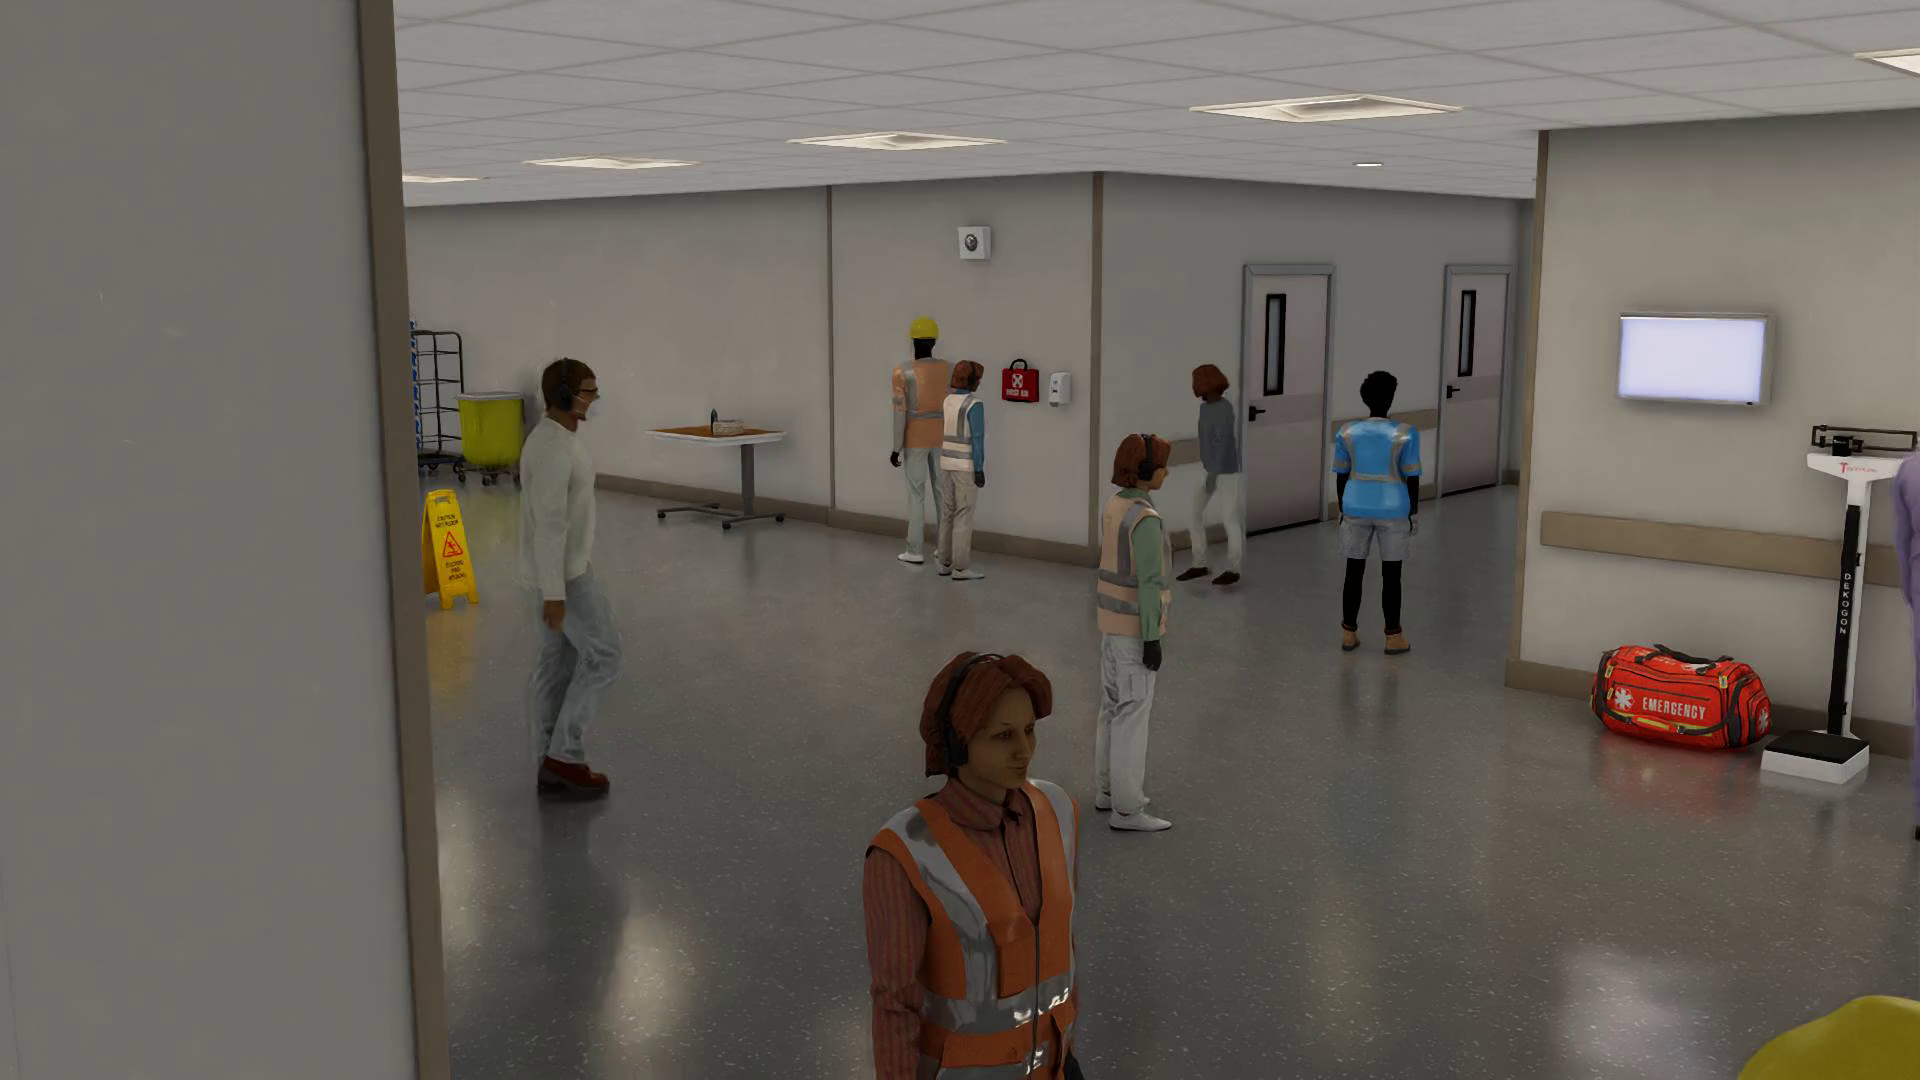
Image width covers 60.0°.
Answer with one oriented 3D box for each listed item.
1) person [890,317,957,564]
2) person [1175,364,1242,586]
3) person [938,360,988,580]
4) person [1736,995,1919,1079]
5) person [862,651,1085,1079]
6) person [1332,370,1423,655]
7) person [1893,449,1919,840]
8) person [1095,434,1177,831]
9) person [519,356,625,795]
[{"bbox_3d":[-0.275,-0.776,13.015,0.594,1.926,0.368,-5,10,-27],"label":"person"},{"bbox_3d":[1.801,-0.462,12.029,0.569,1.601,0.531,-4,10,-21],"label":"person"},{"bbox_3d":[0.017,-0.520,12.372,0.323,1.630,0.503,-5,11,-28],"label":"person"},{"bbox_3d":[0.574,1.209,1.176,0.601,1.828,0.403,3,10,17],"label":"person"},{"bbox_3d":[0.036,1.002,2.993,0.307,1.641,0.514,8,12,42],"label":"person"},{"bbox_3d":[2.489,-0.160,9.938,0.534,1.699,0.318,5,11,29],"label":"person"},{"bbox_3d":[4.000,0.295,6.543,0.461,1.901,0.668,-5,11,-30],"label":"person"},{"bbox_3d":[0.716,0.377,6.854,0.311,1.632,0.518,-2,9,-11],"label":"person"},{"bbox_3d":[-1.663,0.175,7.190,0.472,1.924,0.659,-2,9,-12],"label":"person"}]
